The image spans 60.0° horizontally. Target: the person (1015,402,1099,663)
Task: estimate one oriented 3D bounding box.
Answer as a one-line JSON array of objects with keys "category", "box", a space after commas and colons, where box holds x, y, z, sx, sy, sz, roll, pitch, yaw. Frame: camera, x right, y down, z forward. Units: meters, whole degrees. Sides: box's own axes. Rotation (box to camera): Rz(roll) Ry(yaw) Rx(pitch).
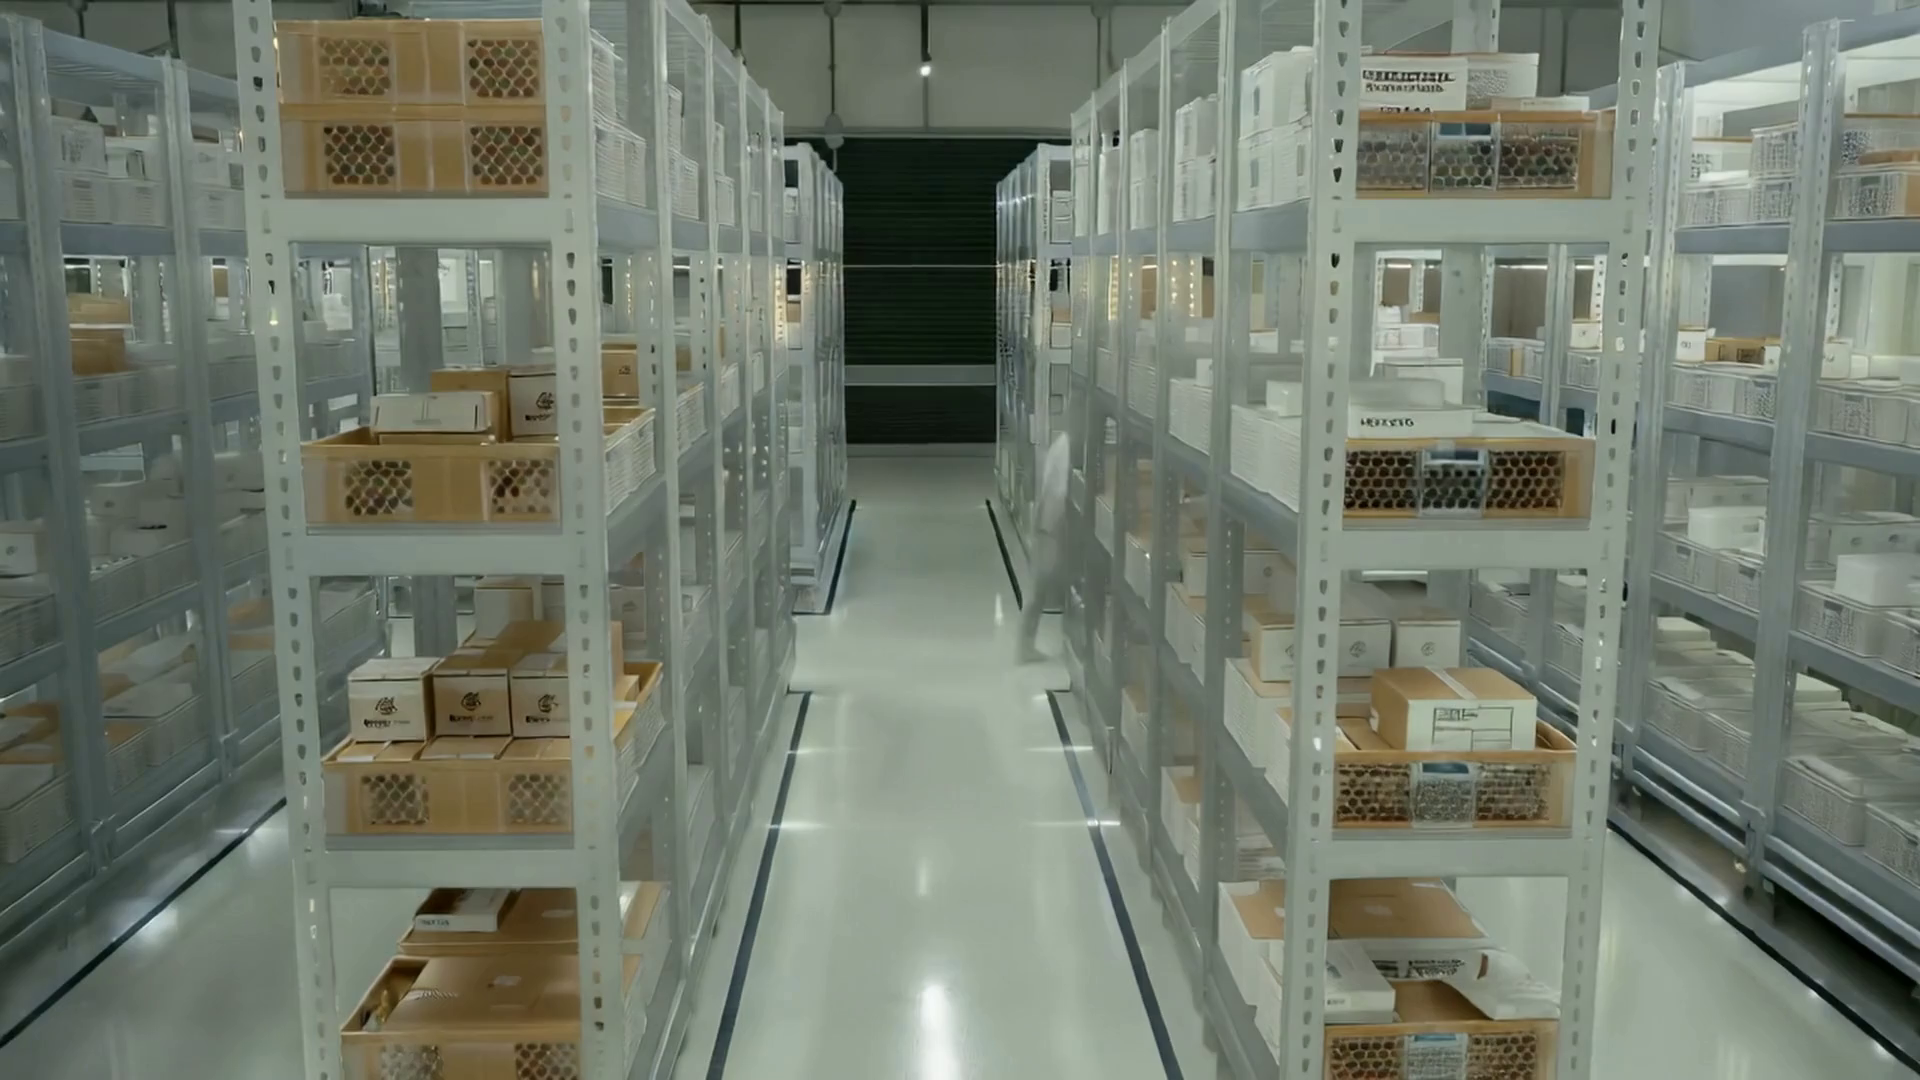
[{"category": "person", "box": [0.777, -0.044, 11.220, 0.936, 1.780, 0.595, -5, 10, -26]}]
